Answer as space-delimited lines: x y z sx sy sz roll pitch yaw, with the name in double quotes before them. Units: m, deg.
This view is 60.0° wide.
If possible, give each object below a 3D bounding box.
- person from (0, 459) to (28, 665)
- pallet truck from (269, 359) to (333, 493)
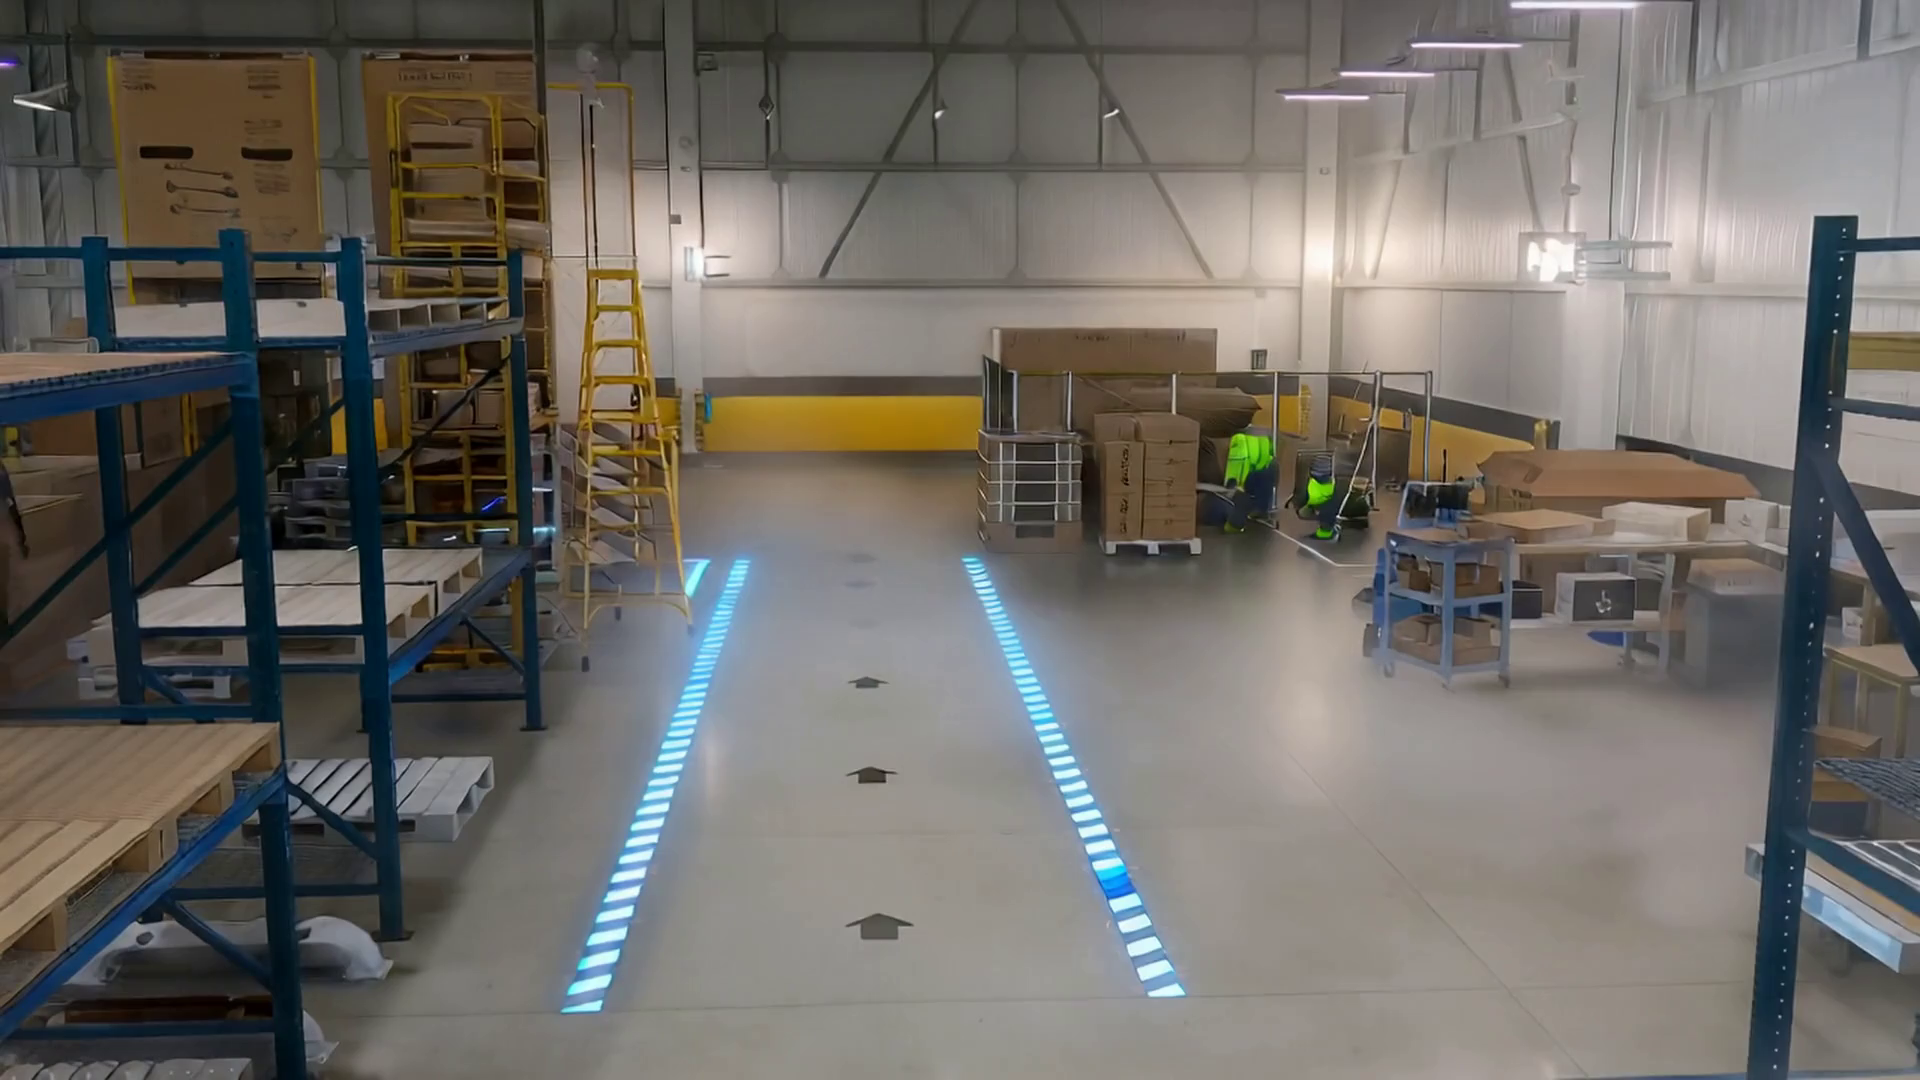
"person" -7.355 -0.003 12.404 0.629 1.876 0.746 -9 13 -44
"pallet truck" -7.062 -1.131 18.996 1.885 1.965 0.823 2 9 13
